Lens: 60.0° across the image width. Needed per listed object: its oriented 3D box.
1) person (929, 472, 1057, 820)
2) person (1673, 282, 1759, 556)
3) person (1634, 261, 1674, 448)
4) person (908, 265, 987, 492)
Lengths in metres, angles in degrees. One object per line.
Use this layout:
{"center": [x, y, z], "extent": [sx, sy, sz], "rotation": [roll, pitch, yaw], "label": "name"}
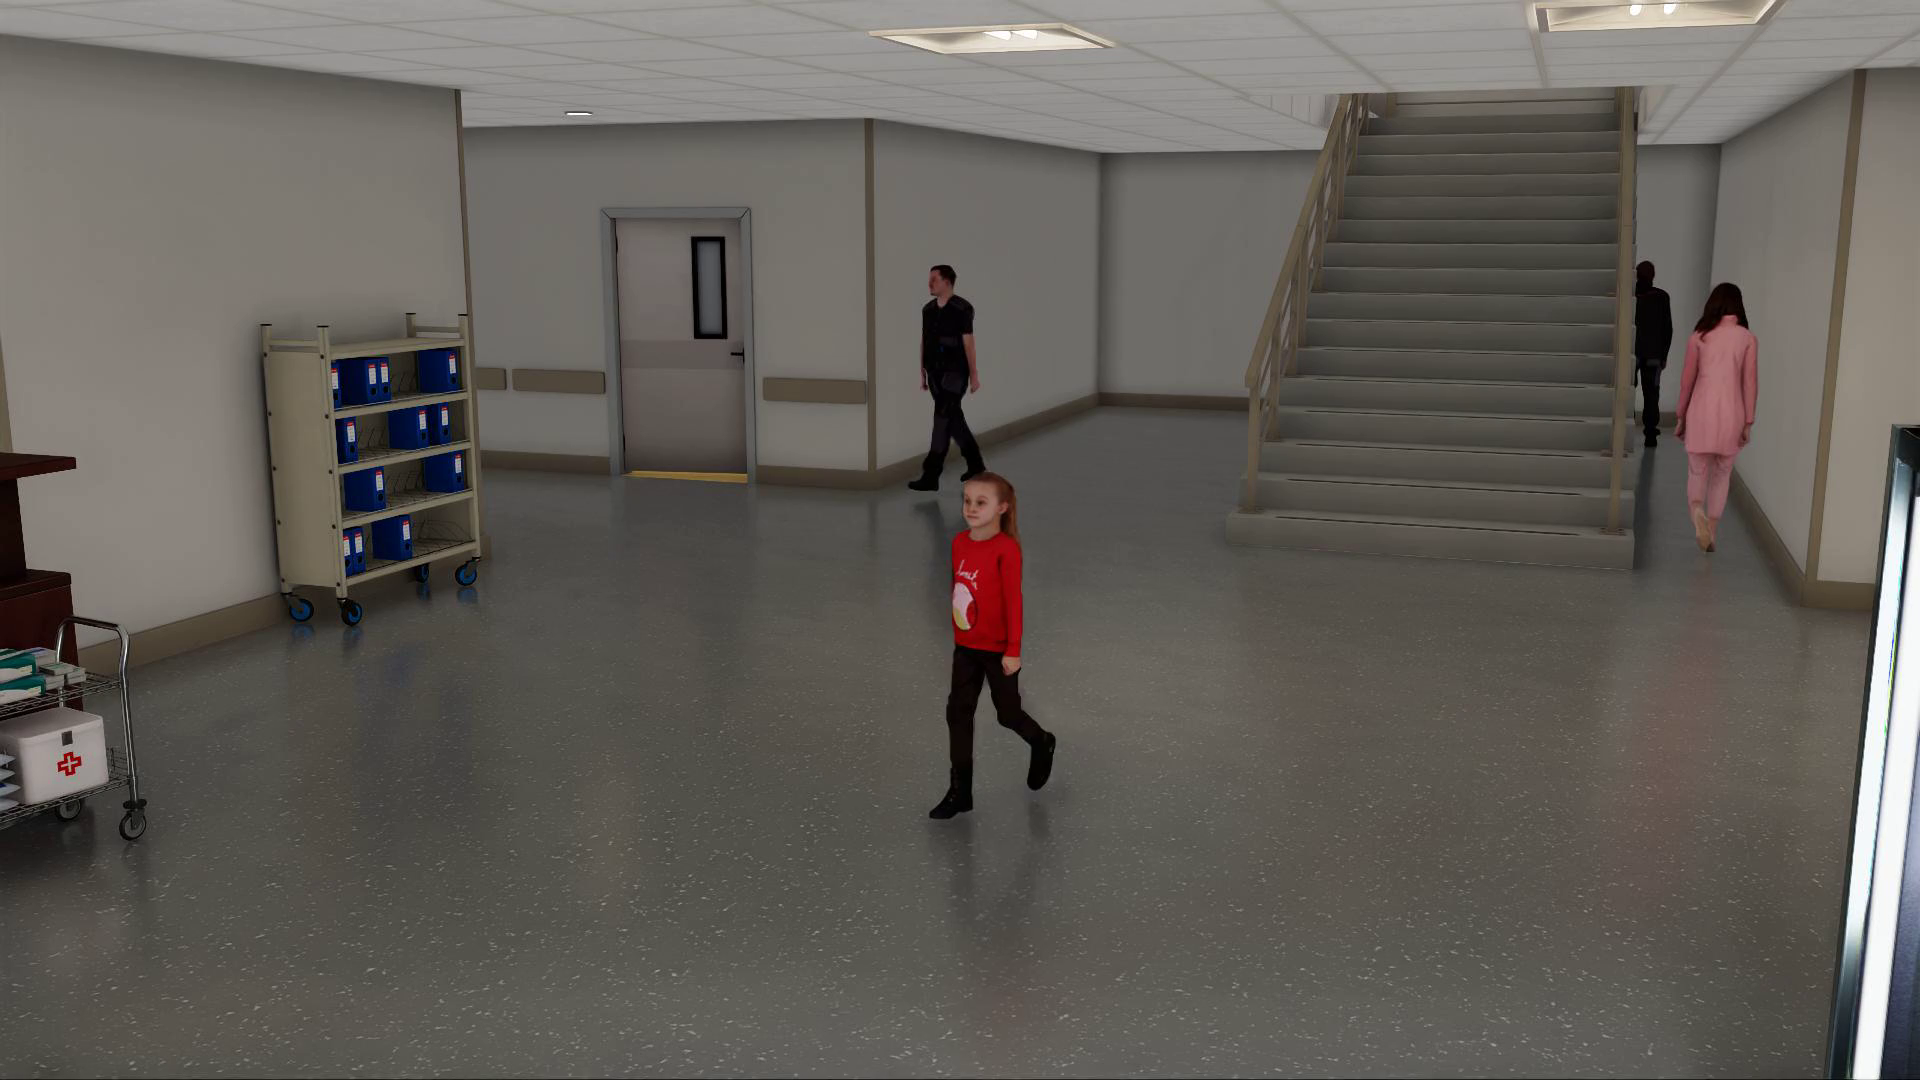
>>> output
{"center": [0.139, 0.384, 6.157], "extent": [0.663, 1.264, 0.923], "rotation": [8, 14, 38], "label": "person"}
{"center": [4.821, -0.722, 10.615], "extent": [0.657, 1.775, 1.055], "rotation": [5, 12, 23], "label": "person"}
{"center": [6.707, -1.837, 16.377], "extent": [0.715, 1.818, 0.624], "rotation": [3, 11, 14], "label": "person"}
{"center": [-0.040, -1.312, 13.665], "extent": [1.080, 1.798, 1.330], "rotation": [10, 15, 42], "label": "person"}
